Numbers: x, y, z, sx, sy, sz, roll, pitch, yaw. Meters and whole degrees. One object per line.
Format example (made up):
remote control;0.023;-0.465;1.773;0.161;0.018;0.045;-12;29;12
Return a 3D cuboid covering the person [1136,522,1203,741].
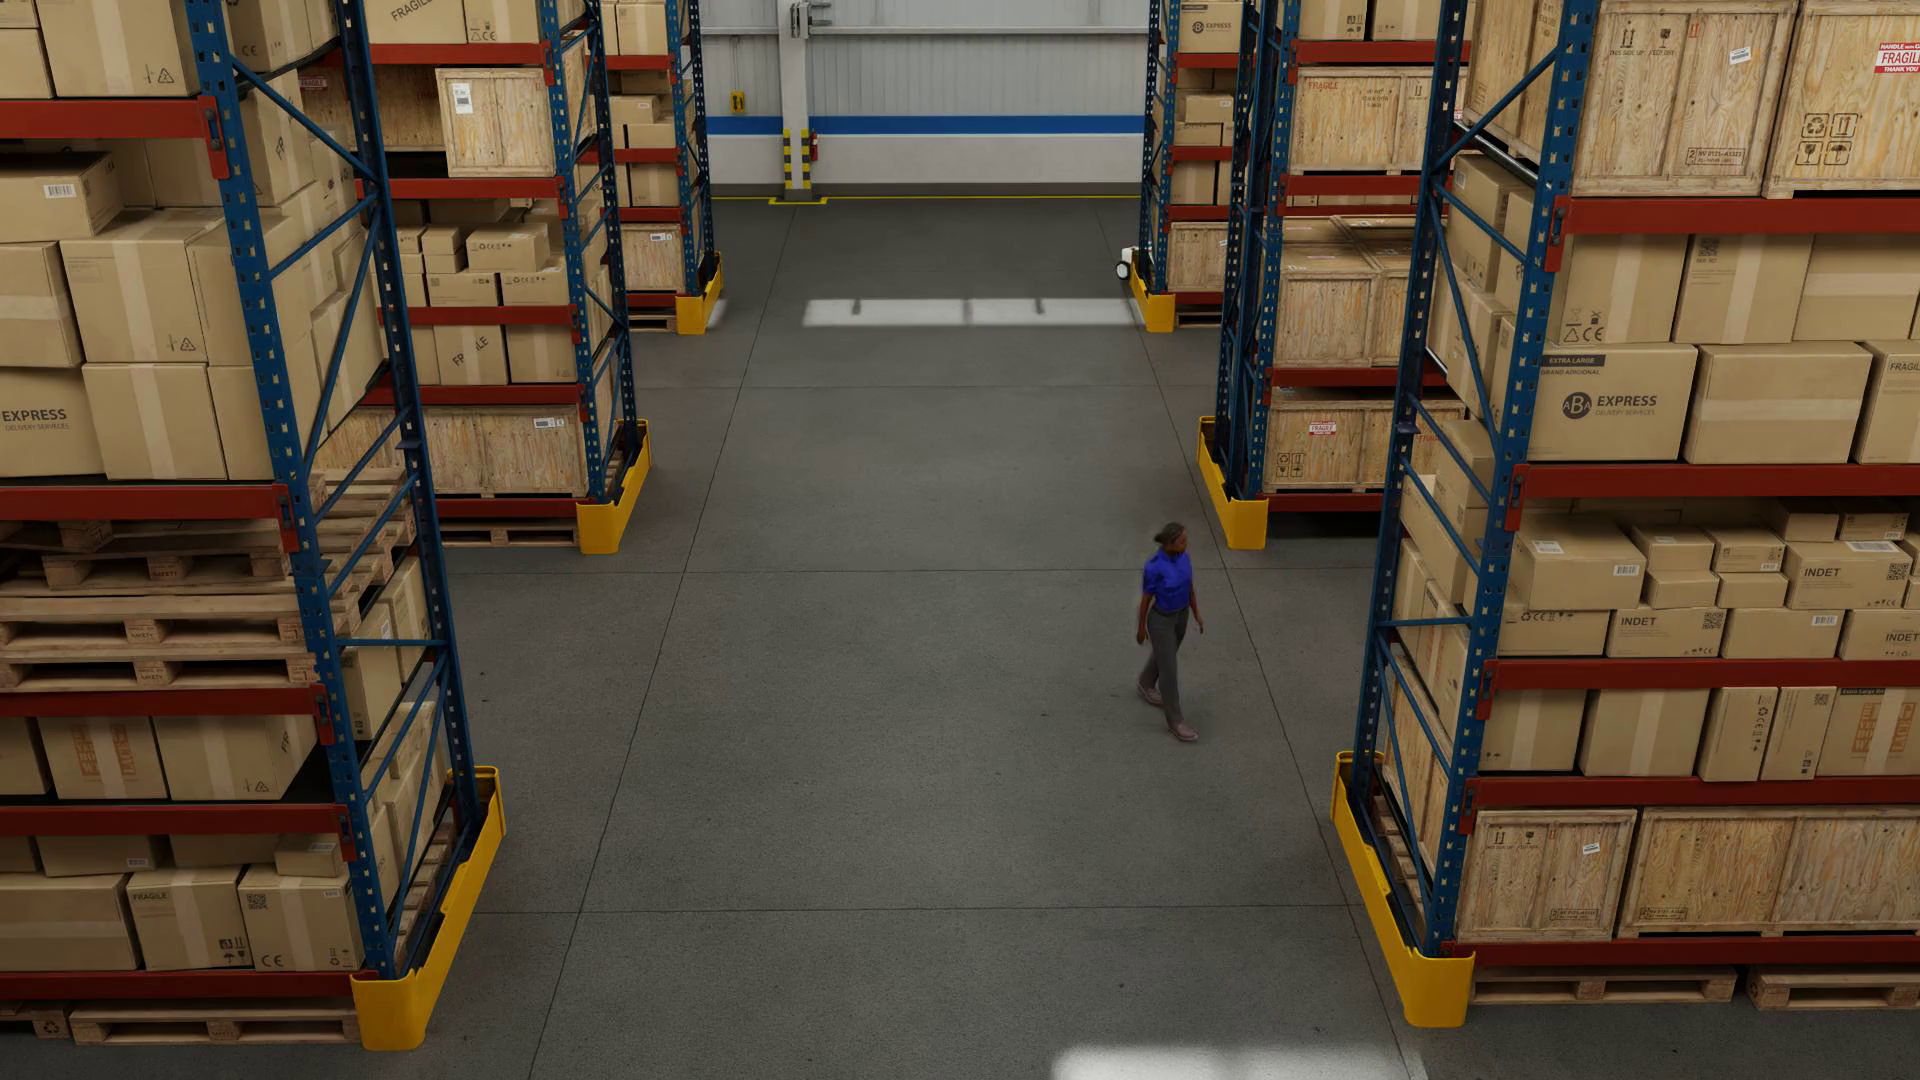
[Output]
person;1.621;0.628;12.667;0.478;1.647;0.842;-21;32;-37

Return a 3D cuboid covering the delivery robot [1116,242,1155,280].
delivery robot;2.570;-3.917;23.841;0.667;0.535;0.753;-22;33;-39
